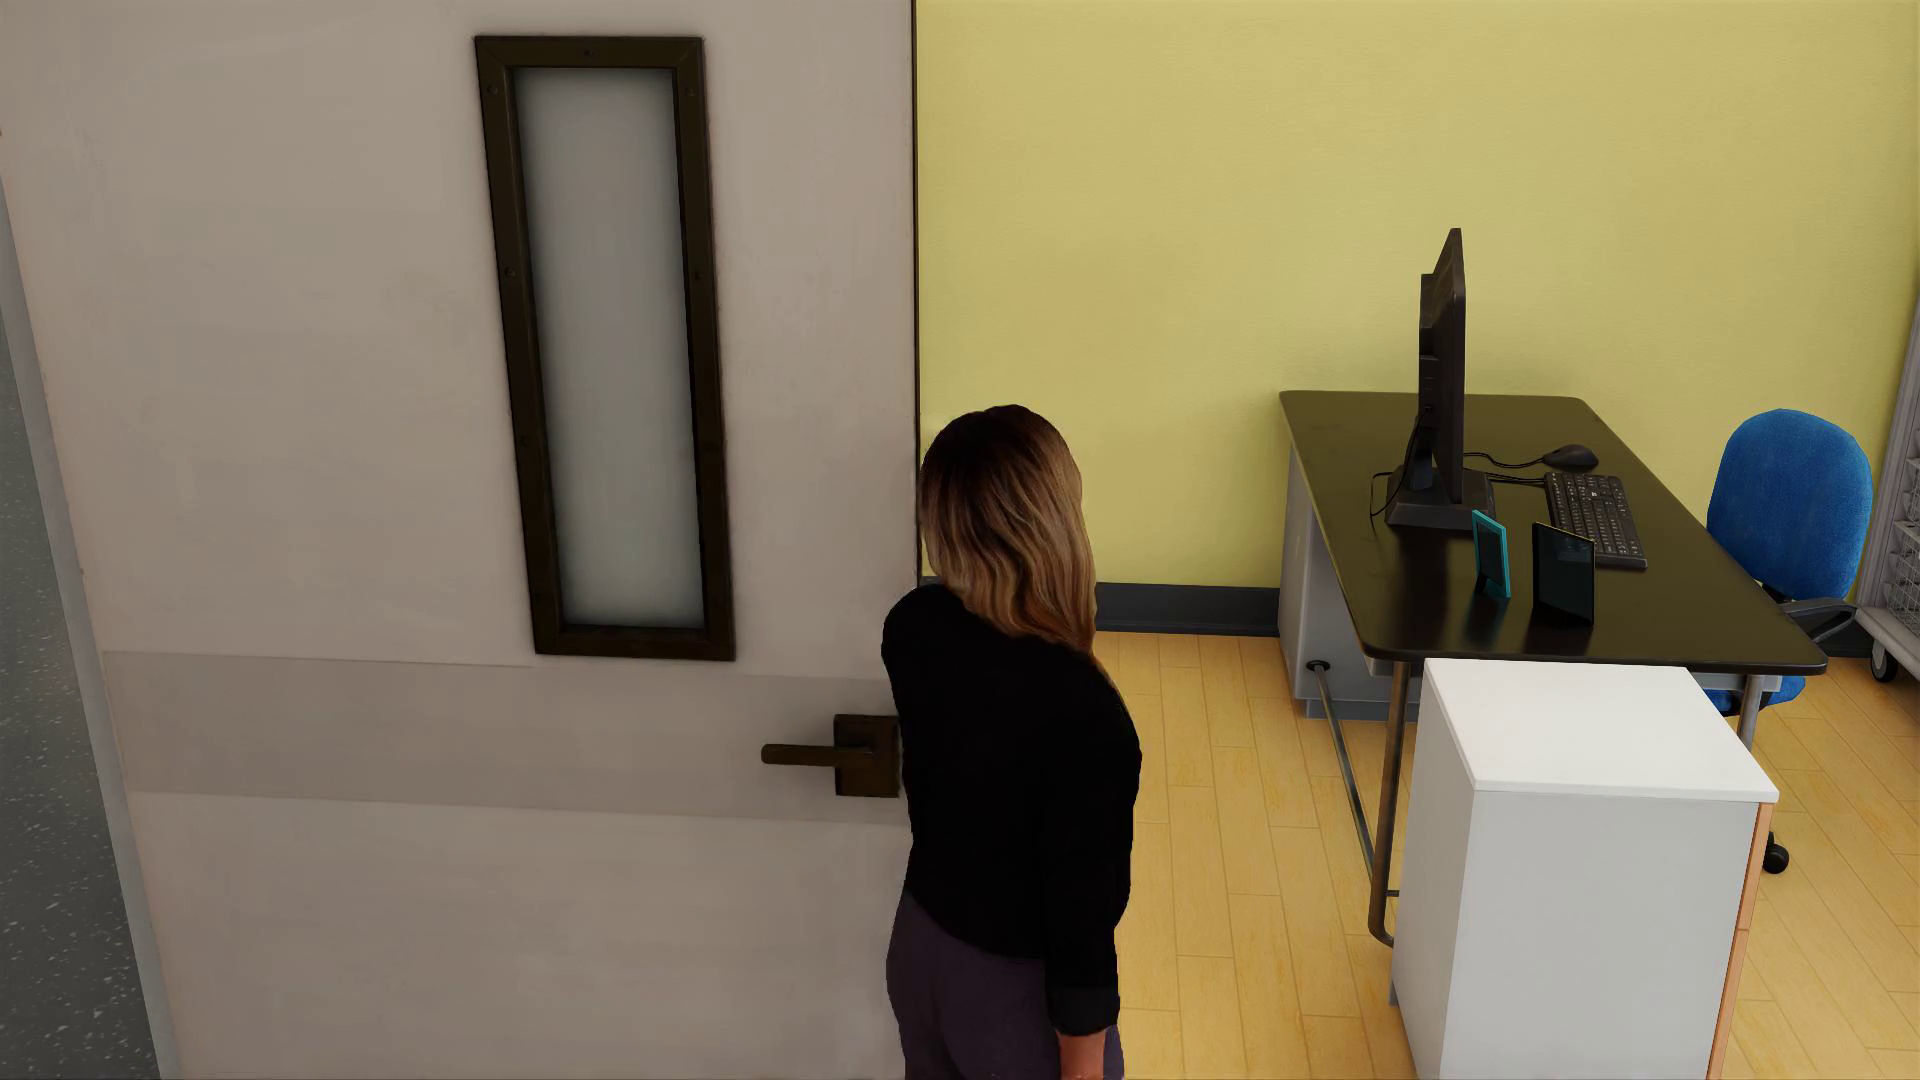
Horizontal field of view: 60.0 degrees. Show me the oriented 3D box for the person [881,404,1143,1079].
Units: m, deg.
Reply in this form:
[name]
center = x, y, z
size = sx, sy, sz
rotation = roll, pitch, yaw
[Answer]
[person]
center = -0.026, 0.652, 2.169
size = 0.961, 1.654, 0.909
rotation = -13, 24, -31
